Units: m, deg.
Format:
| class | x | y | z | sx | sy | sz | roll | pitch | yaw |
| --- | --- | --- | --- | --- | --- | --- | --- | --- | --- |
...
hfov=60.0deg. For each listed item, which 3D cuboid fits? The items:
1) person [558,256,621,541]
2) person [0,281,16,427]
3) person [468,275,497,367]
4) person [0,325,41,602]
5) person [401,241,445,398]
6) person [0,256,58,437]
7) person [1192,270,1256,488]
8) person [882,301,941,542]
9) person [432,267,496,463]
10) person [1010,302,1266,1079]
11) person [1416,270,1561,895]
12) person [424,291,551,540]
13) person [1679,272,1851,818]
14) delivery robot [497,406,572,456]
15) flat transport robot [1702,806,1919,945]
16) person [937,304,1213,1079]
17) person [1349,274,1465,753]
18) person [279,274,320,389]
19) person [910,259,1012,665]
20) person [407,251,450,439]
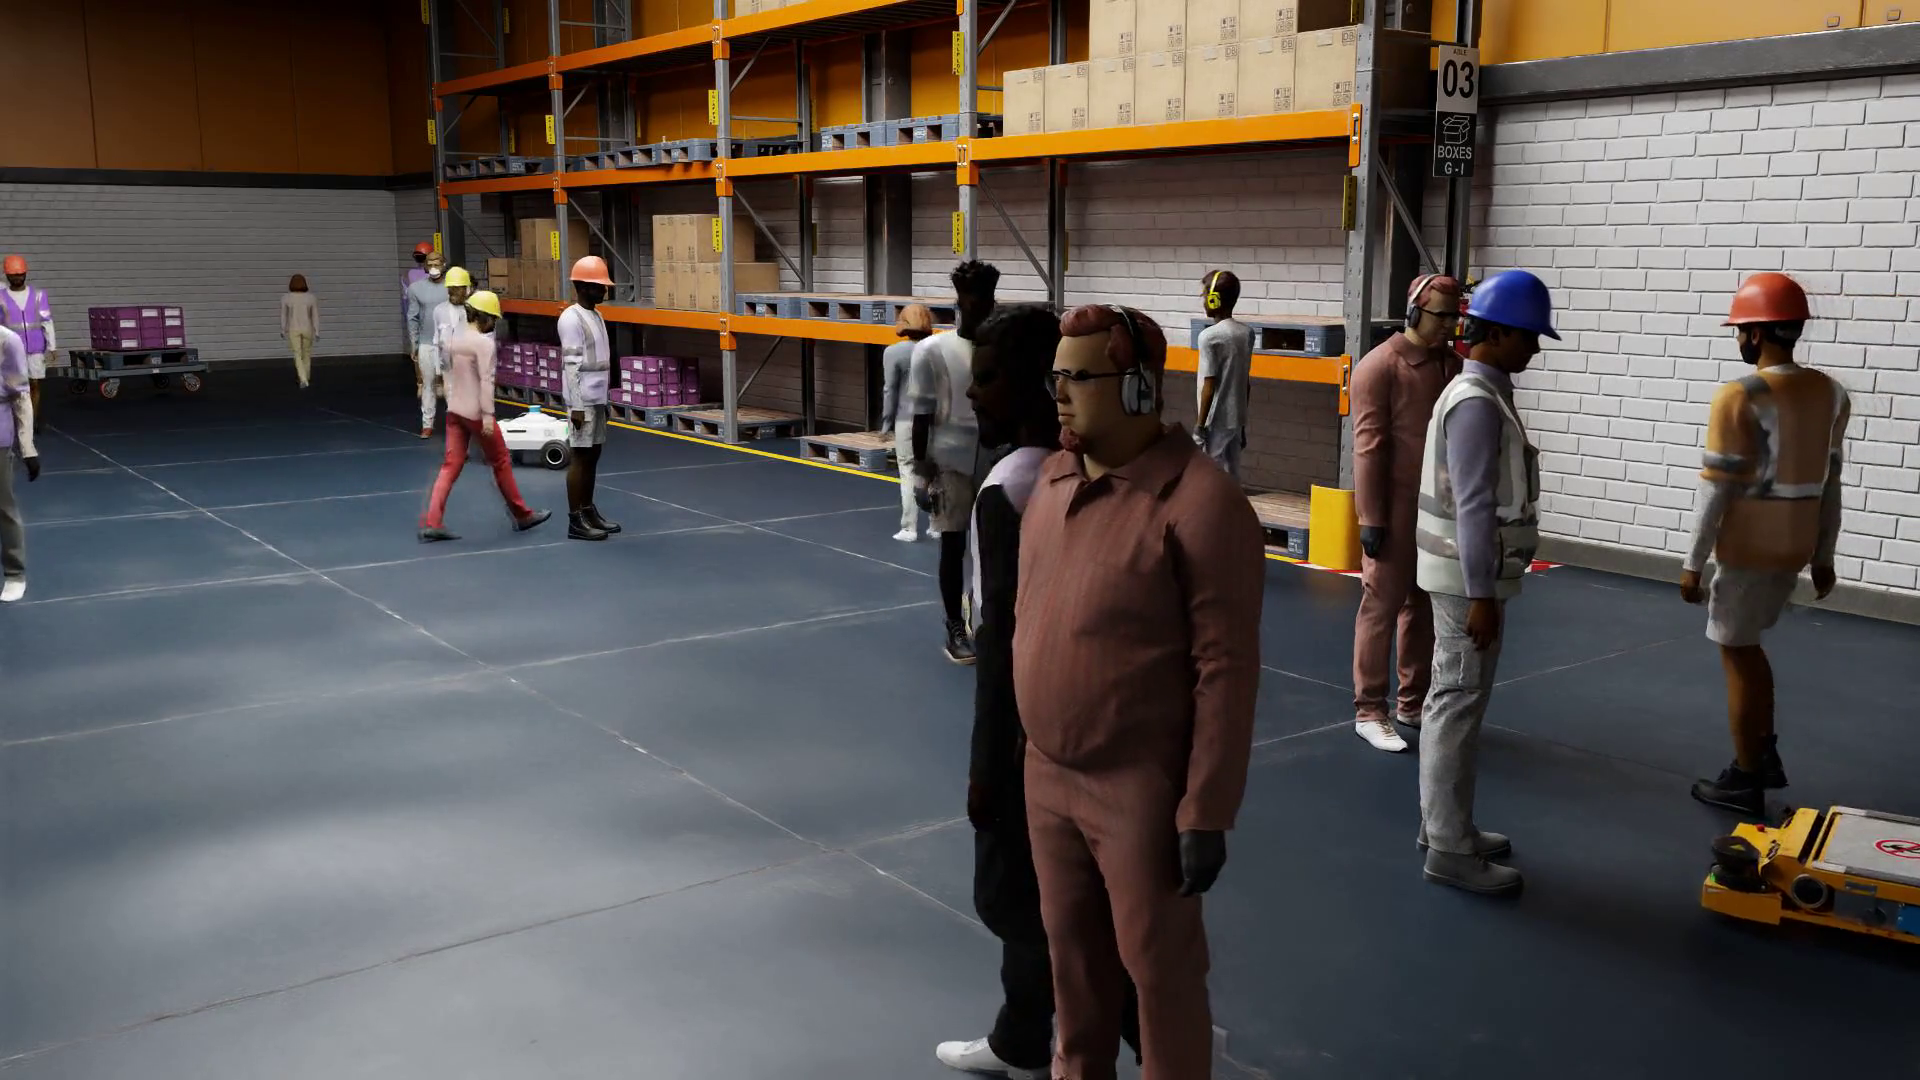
| class | x | y | z | sx | sy | sz | roll | pitch | yaw |
| --- | --- | --- | --- | --- | --- | --- | --- | --- | --- |
| person | -2.525 | -0.970 | 11.417 | 0.377 | 1.932 | 0.551 | 1 | 10 | 7 |
| person | -10.617 | -2.150 | 18.116 | 0.684 | 1.902 | 0.842 | -7 | 13 | -36 |
| person | -5.054 | -1.883 | 17.201 | 0.533 | 1.697 | 0.319 | -7 | 12 | -35 |
| person | -5.481 | -0.573 | 9.276 | 0.624 | 1.924 | 0.485 | -2 | 10 | -9 |
| person | -6.989 | -2.881 | 21.819 | 0.606 | 2.045 | 0.389 | 2 | 10 | 9 |
| person | -9.715 | -1.997 | 17.301 | 0.549 | 1.888 | 0.975 | -8 | 13 | -37 |
| person | 1.526 | -0.651 | 9.816 | 0.328 | 1.871 | 0.510 | 9 | 13 | 40 |
| person | -0.293 | -0.805 | 11.351 | 0.506 | 1.635 | 0.275 | -5 | 11 | -27 |
| person | -4.546 | -1.601 | 15.300 | 0.596 | 1.816 | 0.535 | 2 | 10 | 12 |
| person | 0.299 | 0.478 | 3.390 | 0.401 | 1.907 | 0.648 | -7 | 12 | -34 |
| person | 1.646 | 0.126 | 5.274 | 0.403 | 1.938 | 0.602 | 3 | 10 | 14 |
| person | -3.311 | -0.858 | 11.441 | 0.564 | 1.697 | 0.944 | 9 | 13 | 41 |
| person | 2.795 | 0.022 | 5.898 | 0.575 | 1.920 | 0.454 | -4 | 11 | -22 |
| delivery robot | -3.837 | -0.970 | 15.023 | 0.707 | 0.478 | 0.477 | 0 | 10 | 1 |
| flat transport robot | 2.998 | 1.035 | 4.850 | 1.431 | 0.197 | 0.652 | 7 | 12 | 33 |
| person | 0.241 | 0.420 | 3.770 | 0.667 | 1.898 | 0.627 | 5 | 11 | 25 |
| person | 1.855 | -0.111 | 6.708 | 0.639 | 1.902 | 0.407 | -7 | 12 | -35 |
| person | -9.222 | -2.915 | 23.264 | 0.508 | 1.609 | 0.785 | -6 | 12 | -32 |
| person | 0.046 | -0.378 | 8.050 | 0.616 | 1.949 | 0.482 | -3 | 10 | -14 |
| person | -5.398 | -2.014 | 17.255 | 0.627 | 1.941 | 0.373 | -2 | 10 | -12 |
